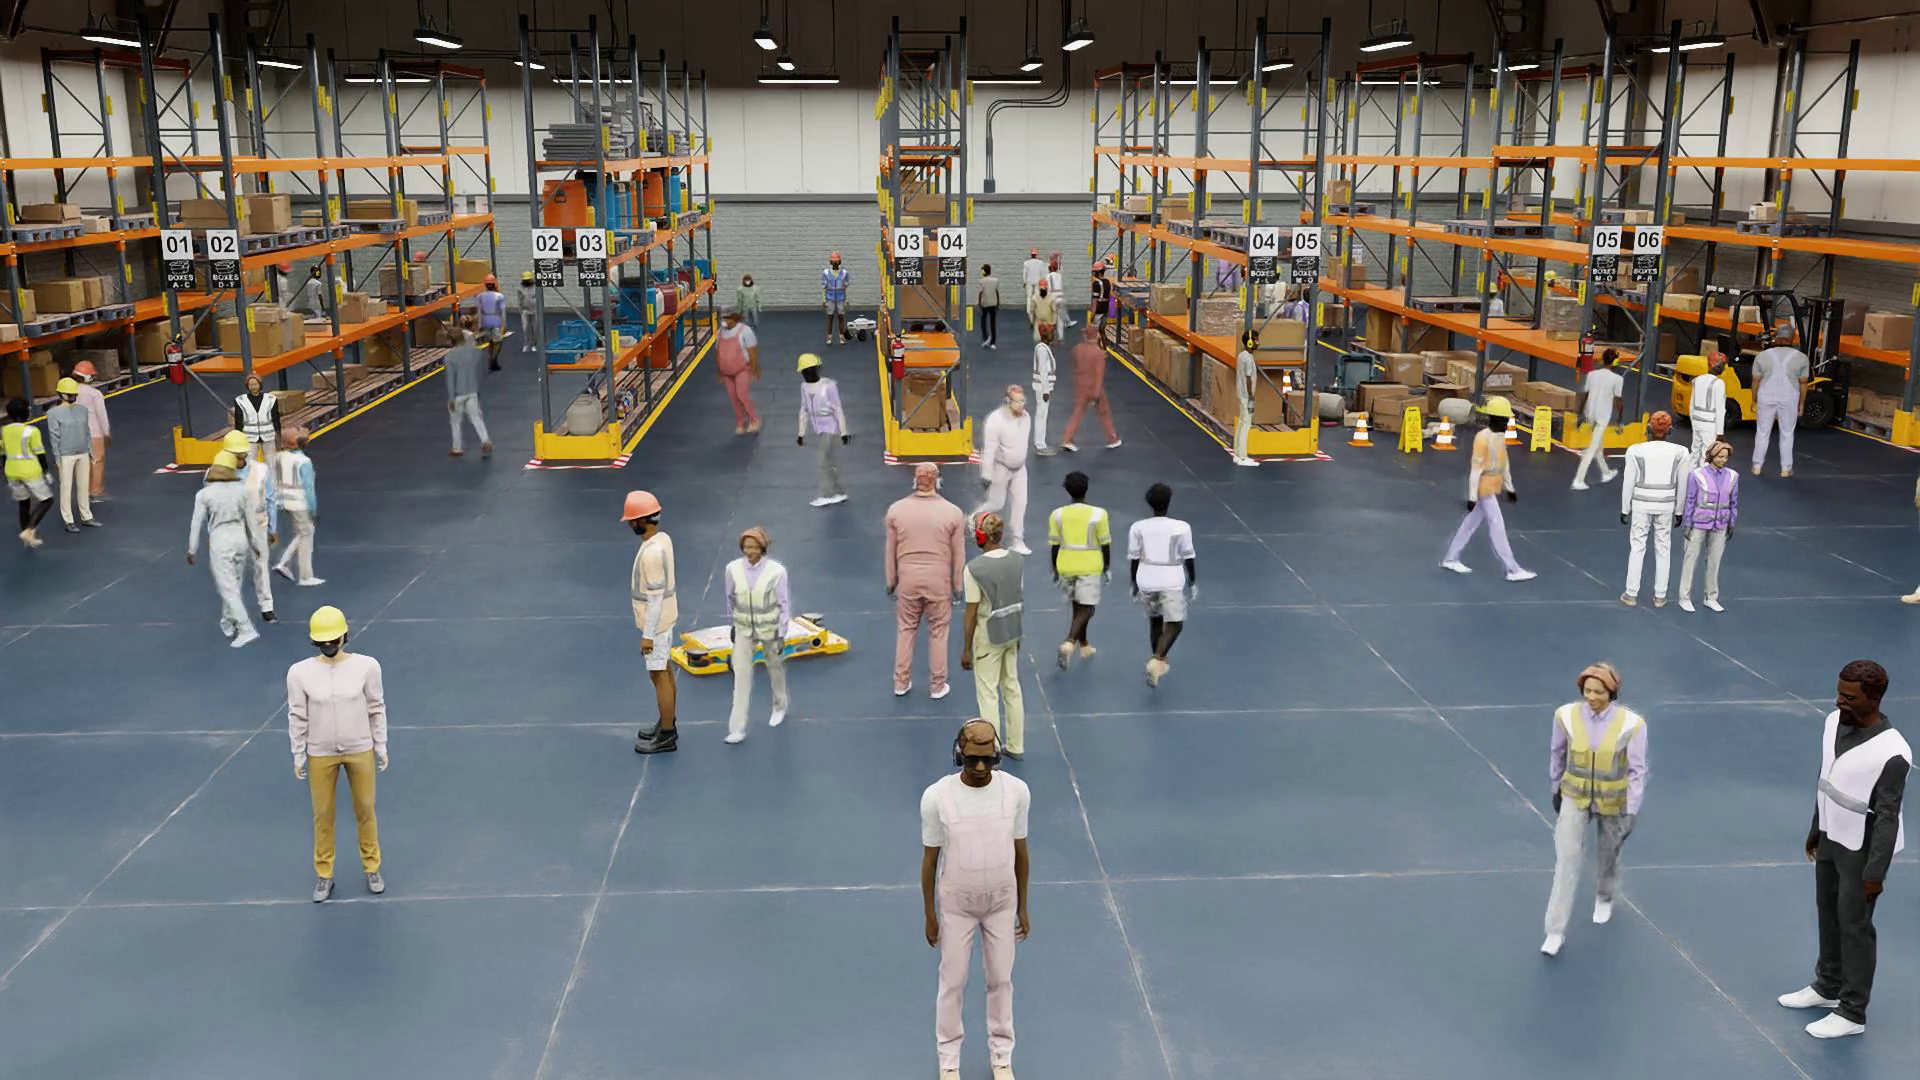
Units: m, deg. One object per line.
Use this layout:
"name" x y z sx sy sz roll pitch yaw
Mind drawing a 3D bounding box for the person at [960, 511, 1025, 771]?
"person" 0.249 0.709 11.713 0.391 1.837 0.582 11 17 40

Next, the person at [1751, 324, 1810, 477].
"person" 10.934 -1.878 22.221 0.684 2.000 0.535 8 15 30

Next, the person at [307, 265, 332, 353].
"person" -13.730 -4.928 35.541 0.511 1.861 0.326 10 17 37

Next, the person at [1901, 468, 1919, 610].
"person" 9.259 -0.240 15.733 0.429 1.836 0.622 0 13 1

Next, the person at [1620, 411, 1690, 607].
"person" 6.599 -0.293 15.847 0.575 1.883 0.355 3 14 13

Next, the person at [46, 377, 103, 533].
"person" -10.120 -0.977 18.996 0.311 1.768 0.524 5 14 22

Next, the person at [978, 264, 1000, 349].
"person" 0.630 -5.101 36.313 0.552 1.838 0.642 -3 14 -13

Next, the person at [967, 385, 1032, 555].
"person" 0.431 -0.789 18.032 0.654 1.861 0.812 -11 17 -39

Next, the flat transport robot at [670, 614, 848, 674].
"flat transport robot" -1.749 0.884 14.315 1.431 0.197 0.652 -8 15 -29

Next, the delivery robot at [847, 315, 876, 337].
"delivery robot" -2.241 -4.883 37.934 0.477 0.478 0.707 10 17 37

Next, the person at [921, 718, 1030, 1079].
"person" 0.074 1.677 7.613 0.501 1.838 0.341 -3 14 -12

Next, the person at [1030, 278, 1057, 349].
"person" 1.680 -4.417 33.636 0.566 1.737 0.362 2 13 10

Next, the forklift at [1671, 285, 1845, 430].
"forklift" 12.503 -2.886 26.166 2.313 2.155 1.214 -1 13 -3

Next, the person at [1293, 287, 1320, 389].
"person" 6.319 -3.680 30.284 0.430 1.845 0.620 12 18 42

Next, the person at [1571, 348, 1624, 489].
"person" 8.250 -1.566 21.438 1.061 1.797 0.526 -9 16 -33

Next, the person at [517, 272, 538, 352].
"person" -9.206 -4.862 35.572 0.491 1.716 0.768 -3 14 -11

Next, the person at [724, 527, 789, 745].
"person" -1.495 0.689 12.304 0.526 1.590 0.866 3 14 13

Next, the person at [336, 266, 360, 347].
"person" -13.451 -5.088 36.327 0.385 1.810 0.721 4 14 18

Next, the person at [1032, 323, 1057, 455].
"person" 1.208 -2.158 23.749 0.353 1.883 0.572 0 13 0

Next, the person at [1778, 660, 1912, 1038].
"person" 4.393 1.503 8.185 0.397 1.911 0.588 0 13 -1

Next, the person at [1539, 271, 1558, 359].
"person" 12.157 -4.677 34.555 0.404 1.820 0.599 1 13 4

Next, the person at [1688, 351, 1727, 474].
"person" 9.167 -1.369 20.396 0.354 1.887 0.572 -3 14 -11

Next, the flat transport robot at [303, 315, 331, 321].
"flat transport robot" -15.986 -5.419 41.015 0.652 0.197 1.431 -9 16 -35

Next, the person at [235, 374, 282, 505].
"person" -8.542 -1.218 20.286 0.515 1.640 0.315 -6 15 -24

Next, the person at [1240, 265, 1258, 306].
"person" 6.202 -5.021 35.835 0.395 1.910 0.584 -1 13 -3

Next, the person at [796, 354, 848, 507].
"person" -1.685 -1.344 20.305 0.730 1.870 0.611 -12 18 -41

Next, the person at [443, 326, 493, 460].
"person" -6.916 -2.038 23.215 0.858 1.900 0.642 11 17 38

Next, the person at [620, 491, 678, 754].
"person" -2.232 0.590 12.012 0.374 1.927 0.542 -1 13 -3

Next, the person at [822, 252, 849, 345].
"person" -2.757 -5.350 36.920 0.608 2.048 0.369 -1 13 -5

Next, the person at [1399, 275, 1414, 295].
"person" 9.817 -5.060 36.623 0.513 1.615 0.333 -12 18 -42

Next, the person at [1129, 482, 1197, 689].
"person" 1.606 0.372 13.453 0.552 1.673 0.689 7 15 26
